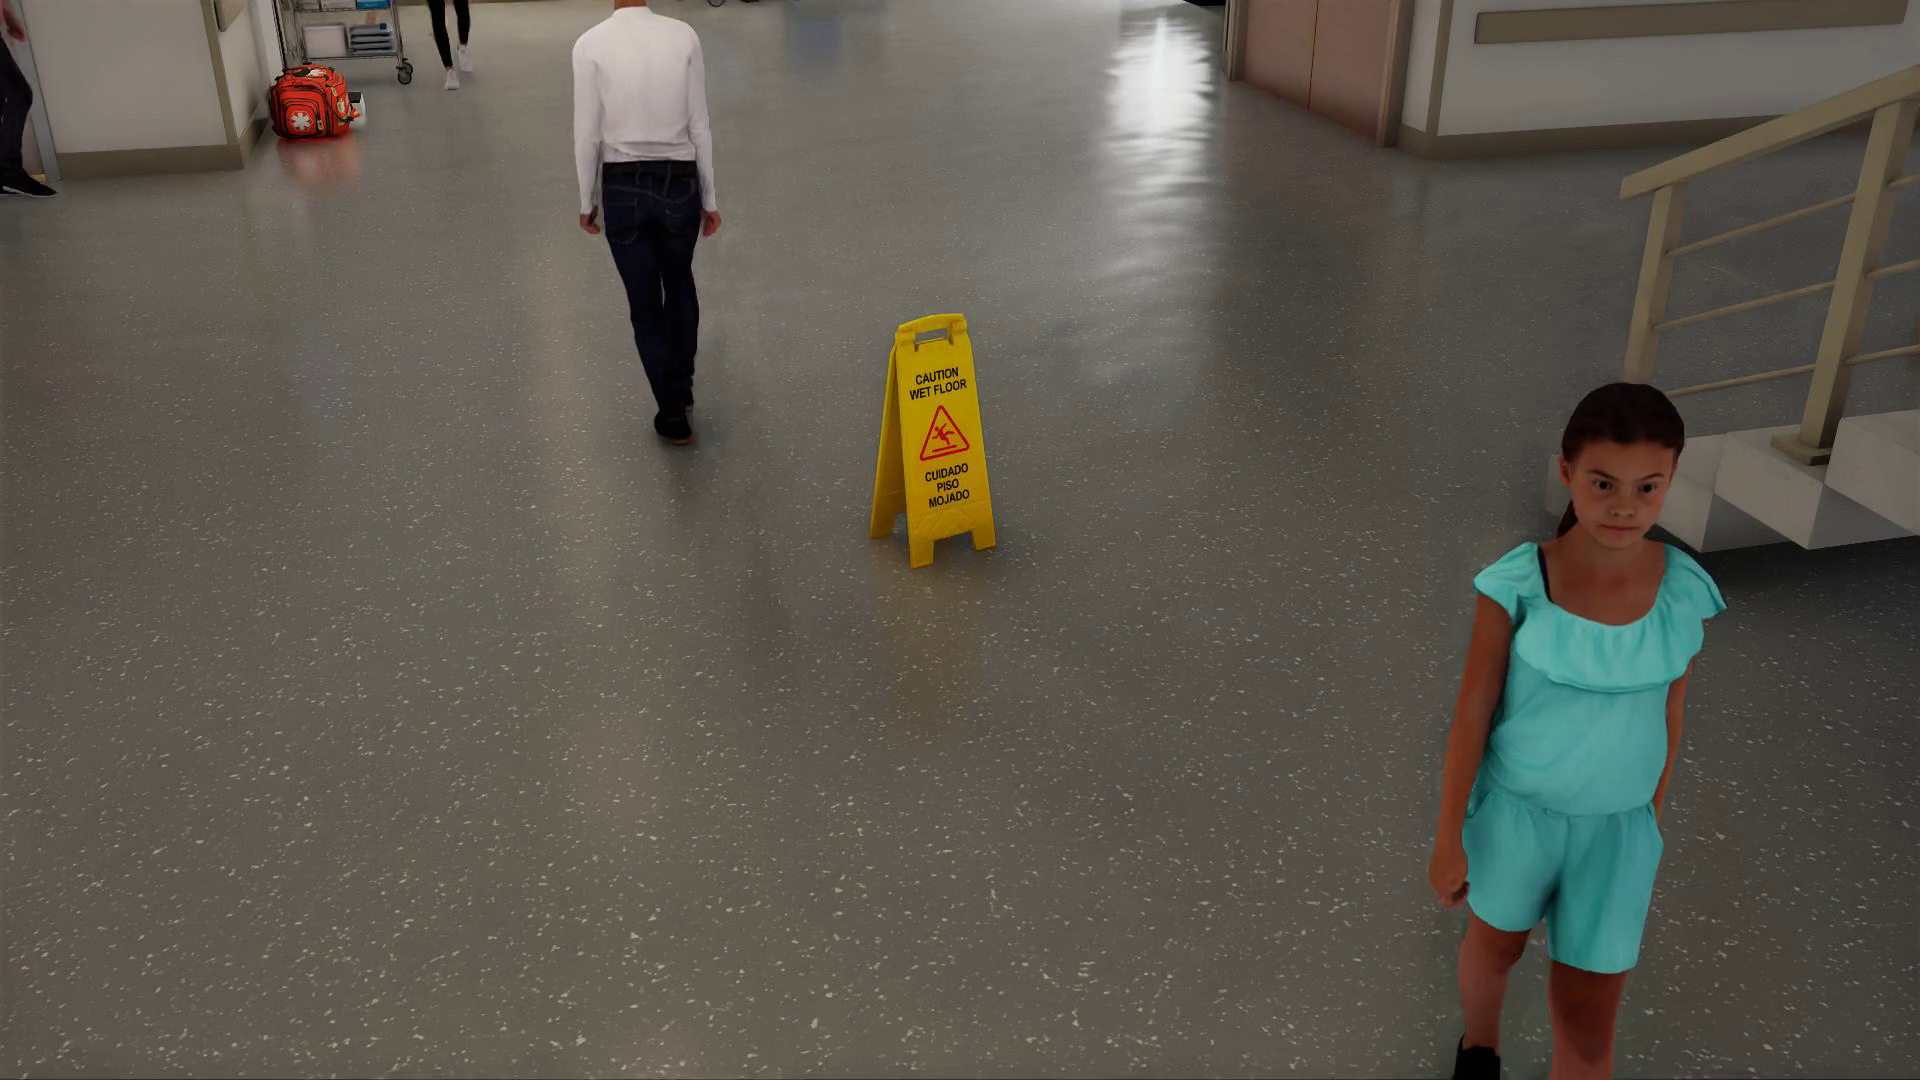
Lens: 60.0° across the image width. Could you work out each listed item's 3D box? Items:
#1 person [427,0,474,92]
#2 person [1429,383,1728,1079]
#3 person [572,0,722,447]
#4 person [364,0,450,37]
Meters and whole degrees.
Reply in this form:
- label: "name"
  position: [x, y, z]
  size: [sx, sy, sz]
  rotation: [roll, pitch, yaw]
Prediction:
- label: "person"
  position: [-3.871, -4.308, 12.496]
  size: [0.641, 1.761, 1.193]
  rotation: [-7, 27, -13]
- label: "person"
  position: [1.028, 0.443, 2.906]
  size: [0.816, 1.532, 1.012]
  rotation: [5, 26, 10]
- label: "person"
  position: [-1.087, -1.211, 5.964]
  size: [0.699, 1.856, 0.733]
  rotation: [-11, 28, -22]
- label: "person"
  position: [-4.801, -5.125, 14.334]
  size: [0.732, 1.635, 1.009]
  rotation: [-4, 26, -8]
